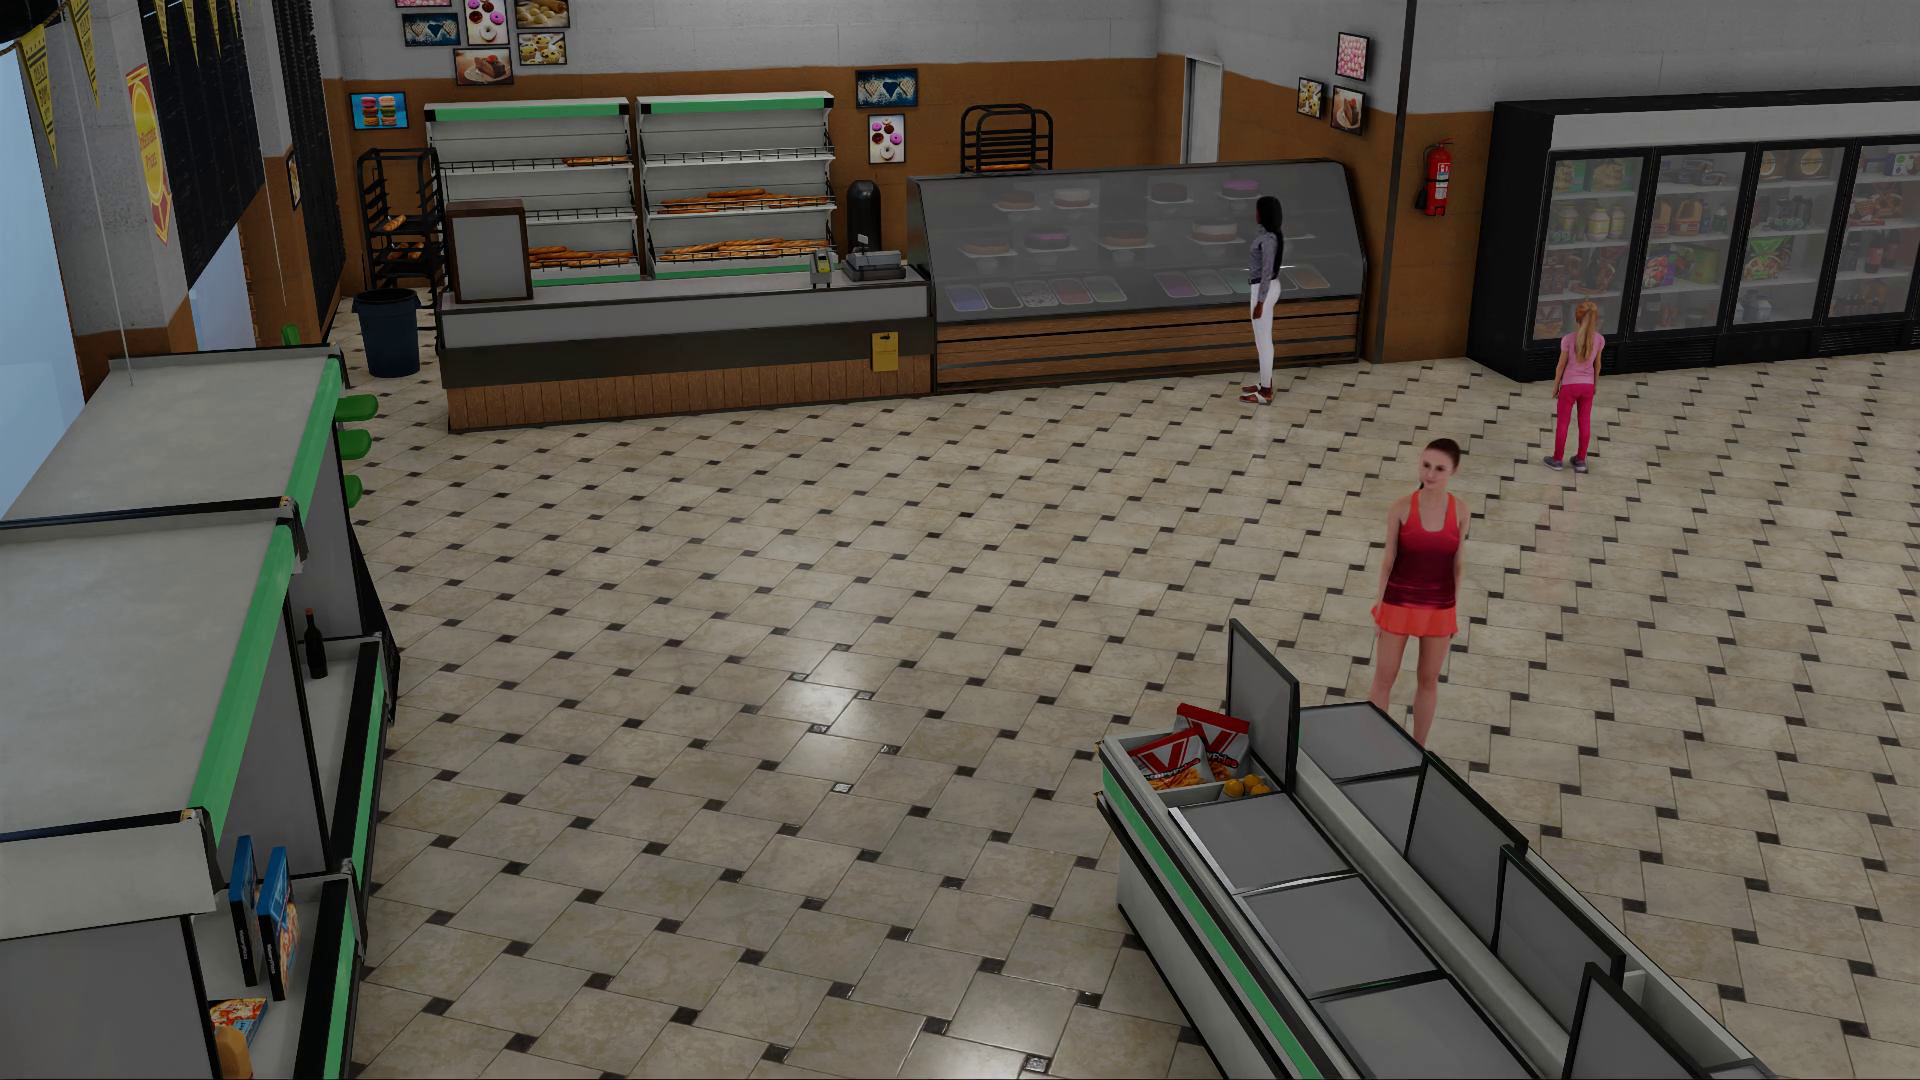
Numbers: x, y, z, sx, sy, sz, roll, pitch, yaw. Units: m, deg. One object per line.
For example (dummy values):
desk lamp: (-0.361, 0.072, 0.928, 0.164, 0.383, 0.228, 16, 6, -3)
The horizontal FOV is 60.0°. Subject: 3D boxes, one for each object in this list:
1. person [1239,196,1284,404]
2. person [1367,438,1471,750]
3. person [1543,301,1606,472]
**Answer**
person: (2.533, -2.010, 13.860, 0.727, 1.722, 0.607, 6, 23, 14)
person: (2.202, 0.333, 7.990, 0.628, 1.750, 0.625, 2, 22, 4)
person: (4.573, -1.143, 12.309, 0.522, 1.270, 0.540, 0, 22, -1)
